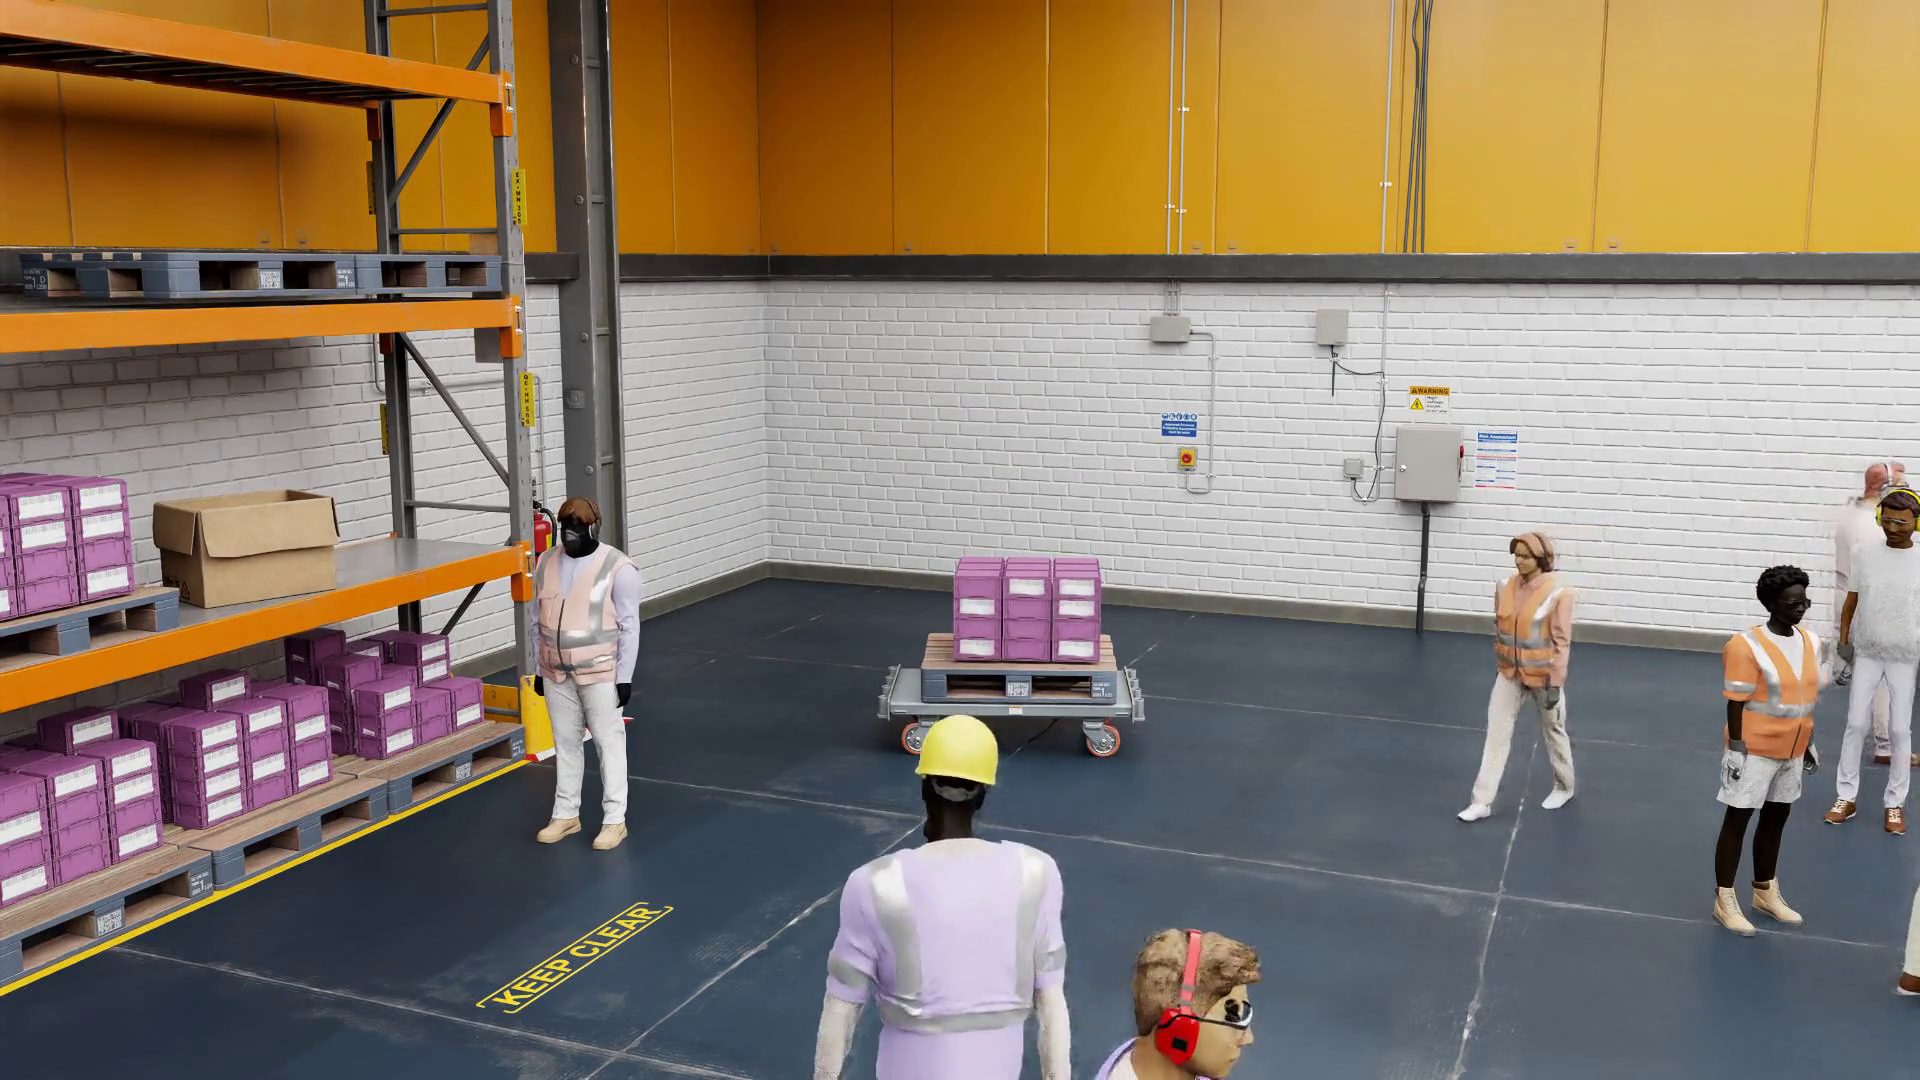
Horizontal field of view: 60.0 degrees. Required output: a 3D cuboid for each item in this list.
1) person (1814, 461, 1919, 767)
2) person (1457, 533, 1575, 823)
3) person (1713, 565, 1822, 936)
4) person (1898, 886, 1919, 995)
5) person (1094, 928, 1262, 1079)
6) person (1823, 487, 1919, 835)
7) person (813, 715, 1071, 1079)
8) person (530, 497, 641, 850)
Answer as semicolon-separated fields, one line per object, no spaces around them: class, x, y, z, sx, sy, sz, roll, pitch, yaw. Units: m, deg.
person;5.446;0.442;10.123;0.885;1.877;0.650;2;10;10
person;3.130;0.744;9.124;0.856;1.592;0.532;-6;11;-34
person;3.694;0.947;7.586;0.533;1.697;0.319;-4;10;-21
person;4.131;1.010;6.767;0.468;1.847;0.563;0;9;-1
person;0.326;1.618;3.173;0.452;1.822;0.617;4;10;22
person;4.978;0.643;8.924;0.520;1.865;0.328;7;12;35
person;-0.052;1.398;4.367;0.651;1.858;0.979;-4;10;-21
person;-1.974;0.691;8.695;0.626;1.846;0.429;3;10;19
